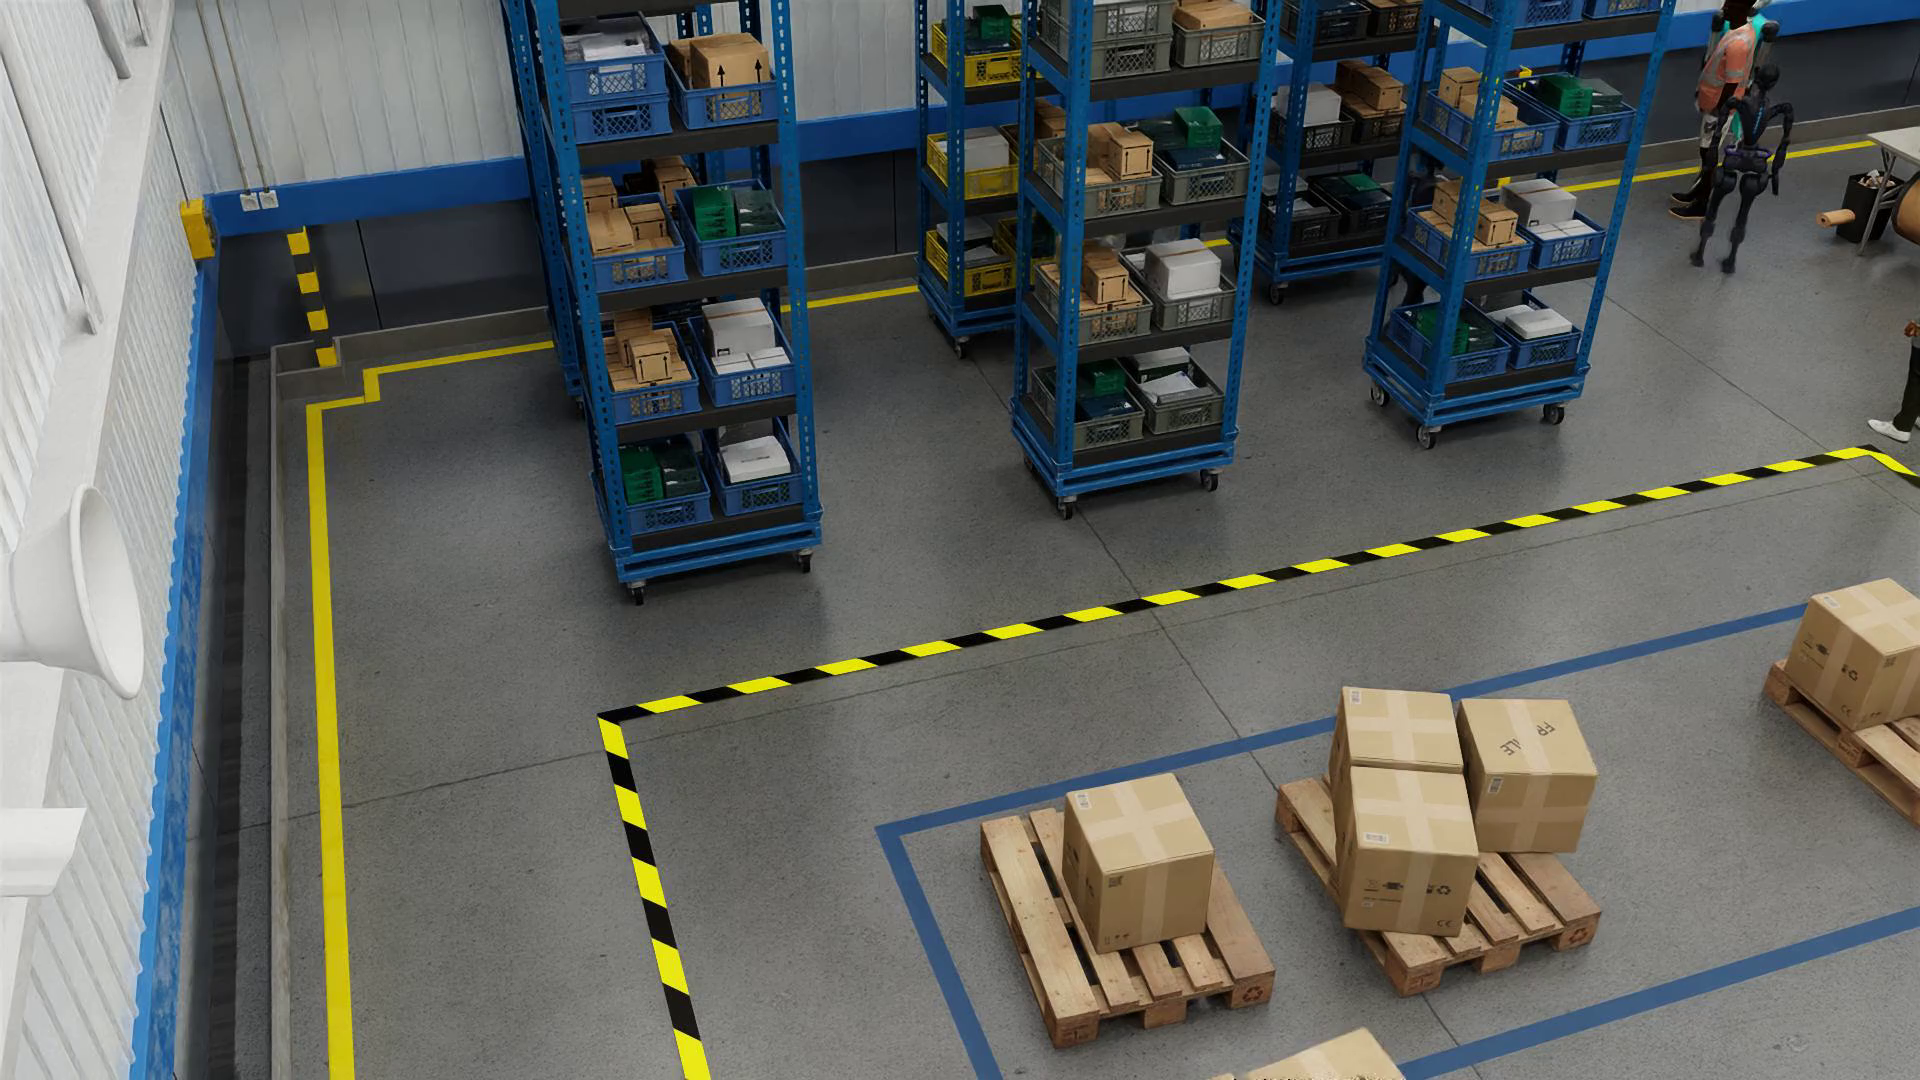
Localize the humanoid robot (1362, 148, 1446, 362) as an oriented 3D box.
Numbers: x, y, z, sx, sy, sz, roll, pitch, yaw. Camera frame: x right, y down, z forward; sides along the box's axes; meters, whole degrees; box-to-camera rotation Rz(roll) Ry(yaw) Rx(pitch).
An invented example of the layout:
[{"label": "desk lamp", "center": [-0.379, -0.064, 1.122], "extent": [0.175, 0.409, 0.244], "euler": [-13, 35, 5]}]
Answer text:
[{"label": "humanoid robot", "center": [3.252, -2.037, 11.759], "extent": [0.785, 1.623, 0.600], "euler": [-14, 38, -19]}]

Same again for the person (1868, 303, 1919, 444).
[{"label": "person", "center": [6.410, -1.500, 10.808], "extent": [0.598, 1.850, 0.387], "euler": [-12, 37, -16]}]

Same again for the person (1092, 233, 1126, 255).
[{"label": "person", "center": [0.952, -1.873, 11.363], "extent": [0.520, 1.828, 0.672], "euler": [4, 35, 6]}]

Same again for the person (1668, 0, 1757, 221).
[{"label": "person", "center": [6.242, -3.606, 13.696], "extent": [0.363, 1.963, 0.611], "euler": [14, 38, 19]}]

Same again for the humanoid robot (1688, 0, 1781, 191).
[{"label": "humanoid robot", "center": [6.590, -3.803, 14.192], "extent": [0.530, 1.823, 0.630], "euler": [25, 42, 31]}]

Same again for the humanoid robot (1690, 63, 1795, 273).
[{"label": "humanoid robot", "center": [6.074, -2.887, 12.922], "extent": [0.610, 1.652, 0.309], "euler": [10, 36, 13]}]

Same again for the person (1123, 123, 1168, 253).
[{"label": "person", "center": [1.236, -2.028, 11.544], "extent": [1.005, 1.868, 0.641], "euler": [-27, 43, -33]}]
